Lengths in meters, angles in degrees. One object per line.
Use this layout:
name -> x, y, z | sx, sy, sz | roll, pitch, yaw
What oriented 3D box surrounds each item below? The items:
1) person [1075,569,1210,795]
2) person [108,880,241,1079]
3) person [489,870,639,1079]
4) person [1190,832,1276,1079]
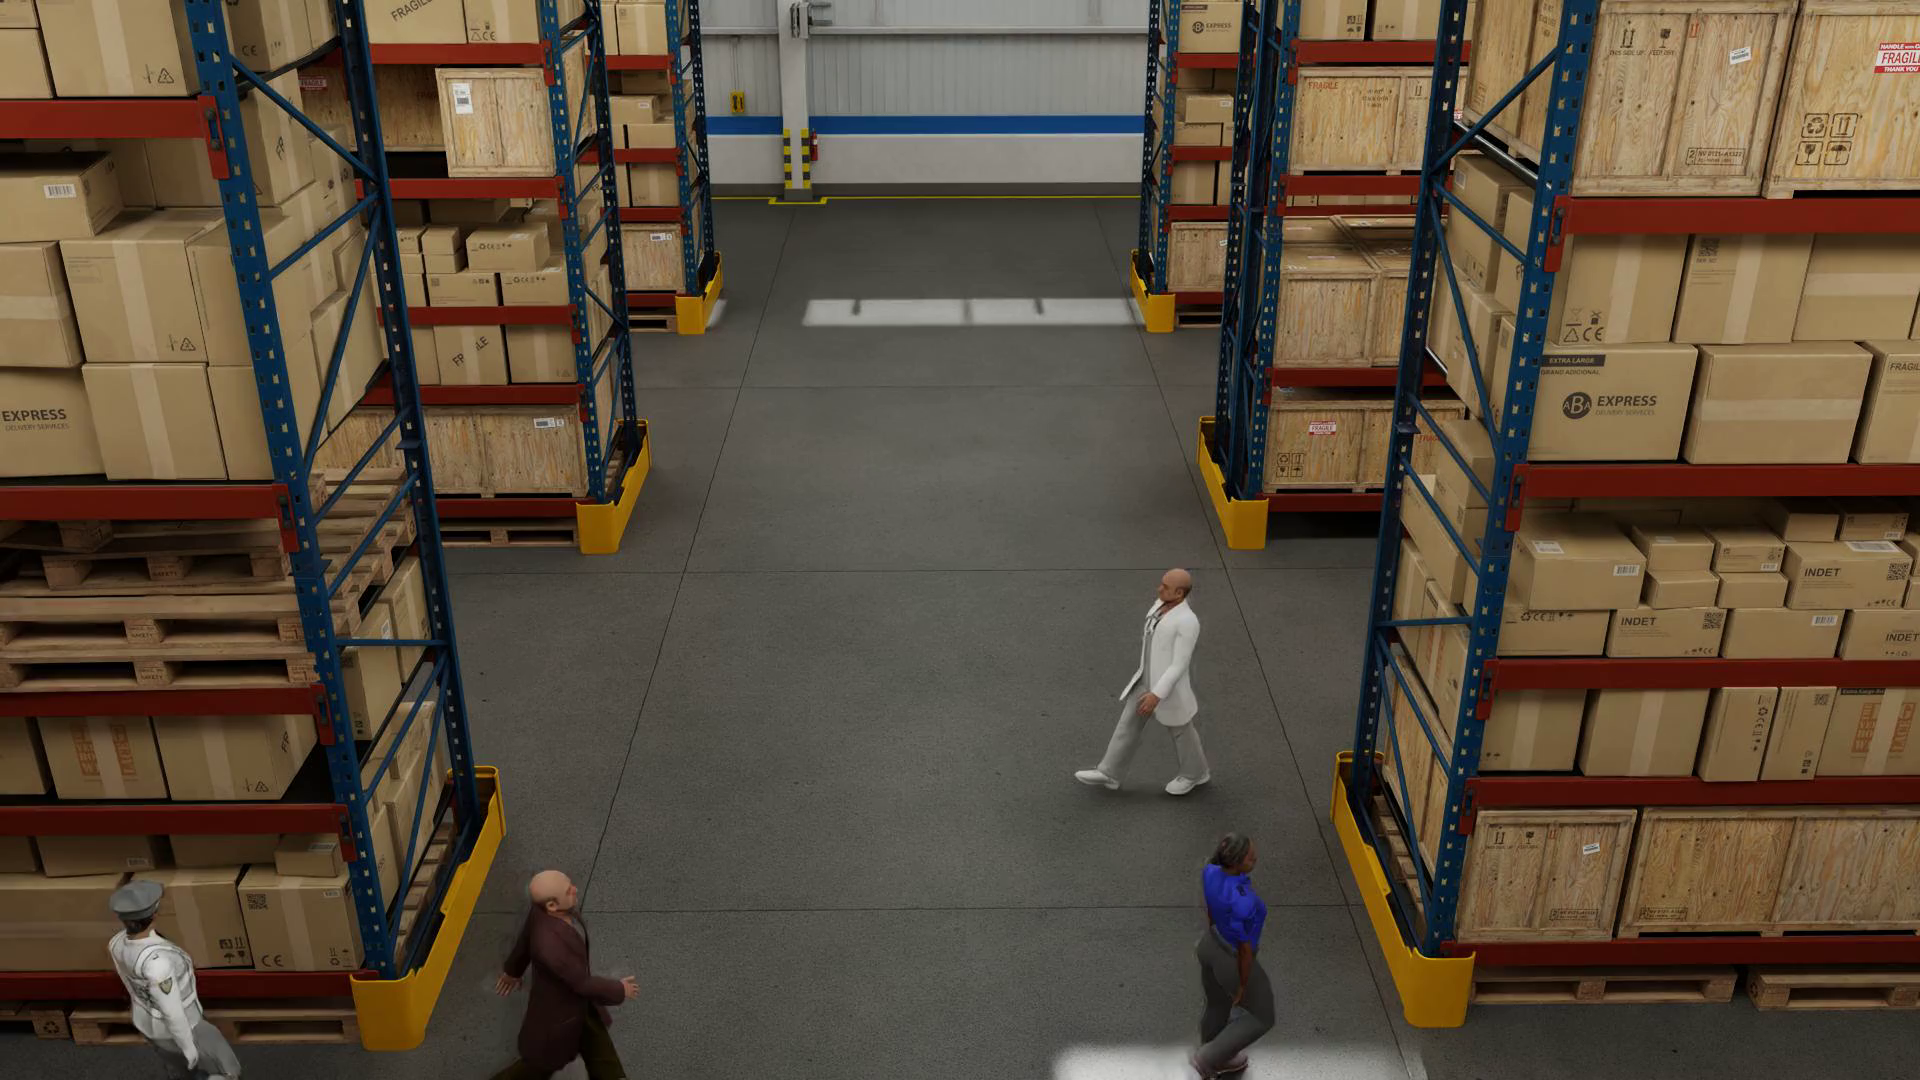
person -> 1.340, 1.026, 11.664 | 0.984, 1.748, 0.578 | -11, 27, -21
person -> -4.074, 2.507, 8.605 | 0.501, 1.674, 0.498 | 19, 31, 35
person -> -2.100, 2.433, 8.695 | 1.130, 1.723, 0.544 | 1, 25, 2
person -> 1.455, 2.301, 9.054 | 0.484, 1.657, 0.453 | -11, 27, -23
